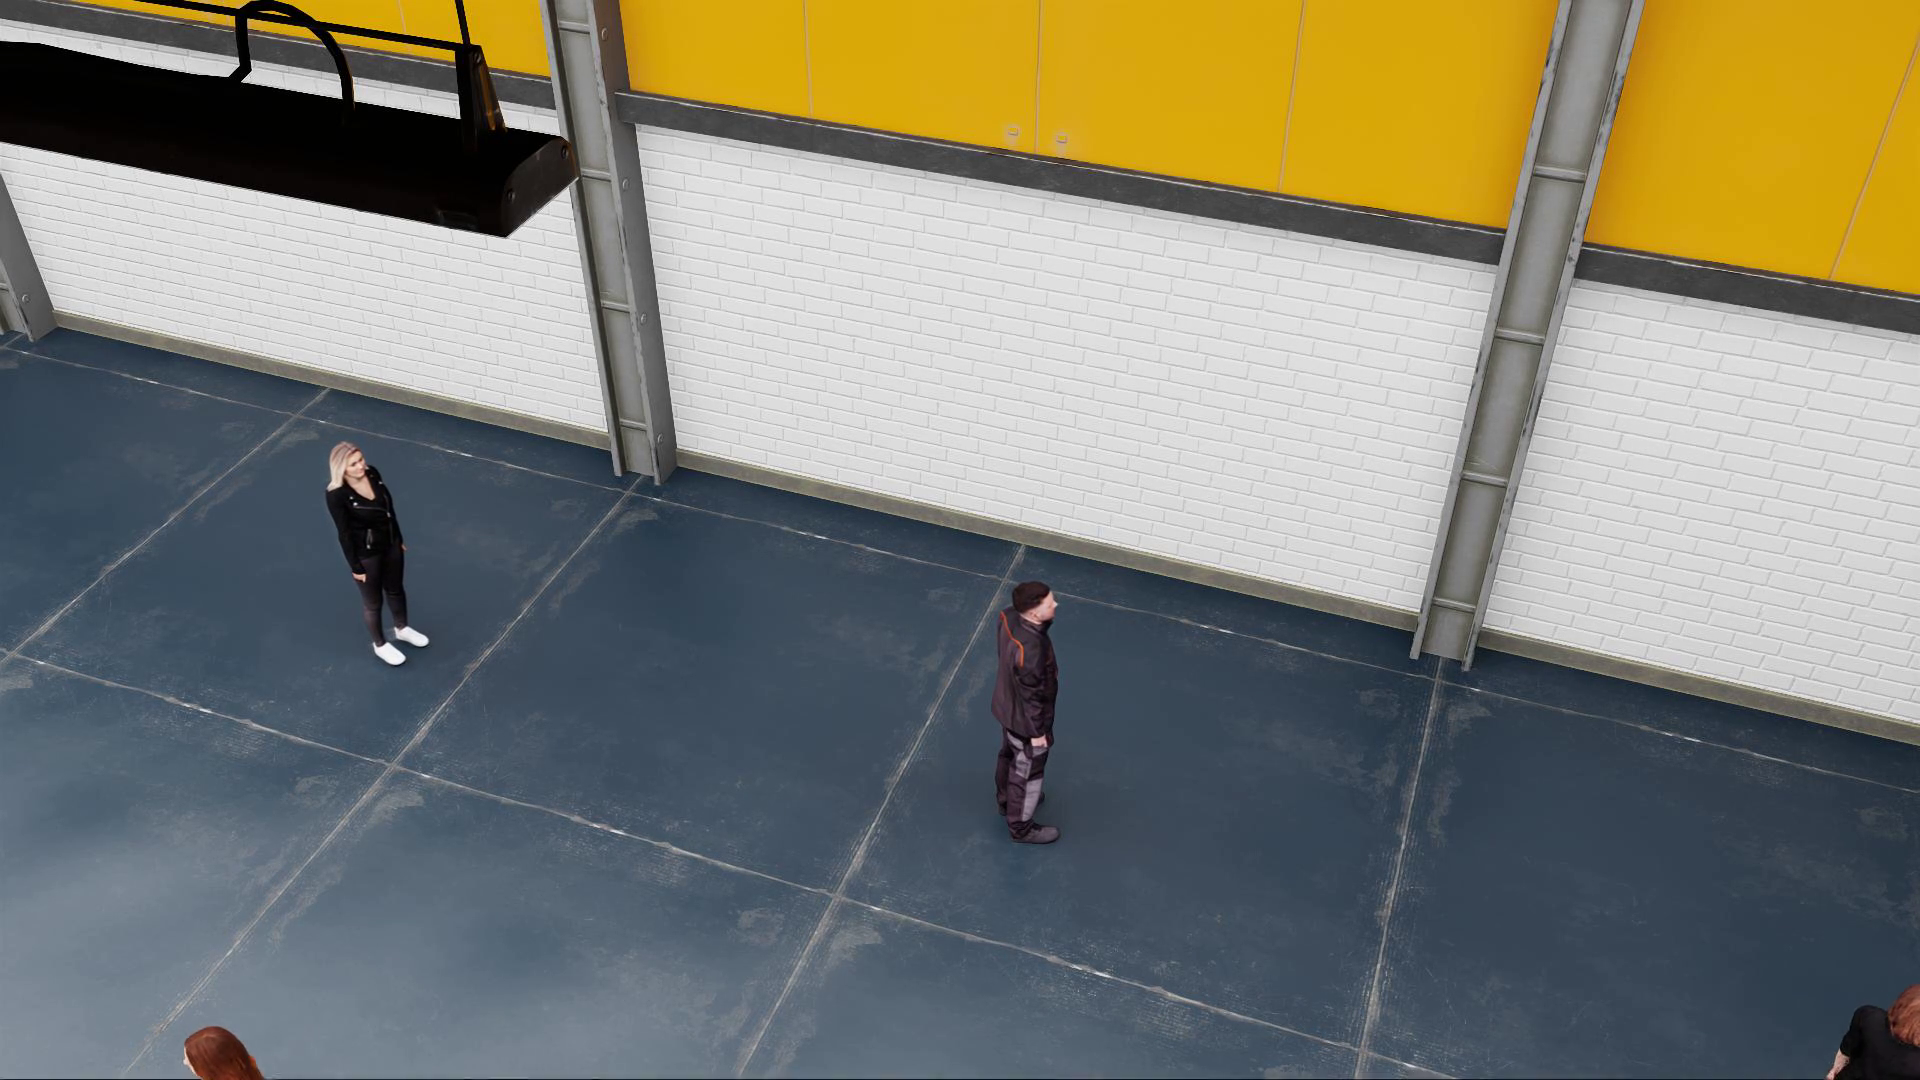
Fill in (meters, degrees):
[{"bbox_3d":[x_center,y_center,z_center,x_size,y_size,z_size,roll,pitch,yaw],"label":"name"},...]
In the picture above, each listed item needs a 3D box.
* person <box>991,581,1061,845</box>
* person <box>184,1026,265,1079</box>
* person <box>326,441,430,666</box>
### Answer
[{"bbox_3d":[0.367,0.946,9.398,0.822,1.858,0.815,-8,39,-10],"label":"person"},{"bbox_3d":[-2.999,2.679,7.341,0.795,1.716,0.734,-18,42,-22],"label":"person"},{"bbox_3d":[-3.760,0.063,10.642,0.559,1.684,0.614,17,42,20],"label":"person"}]
